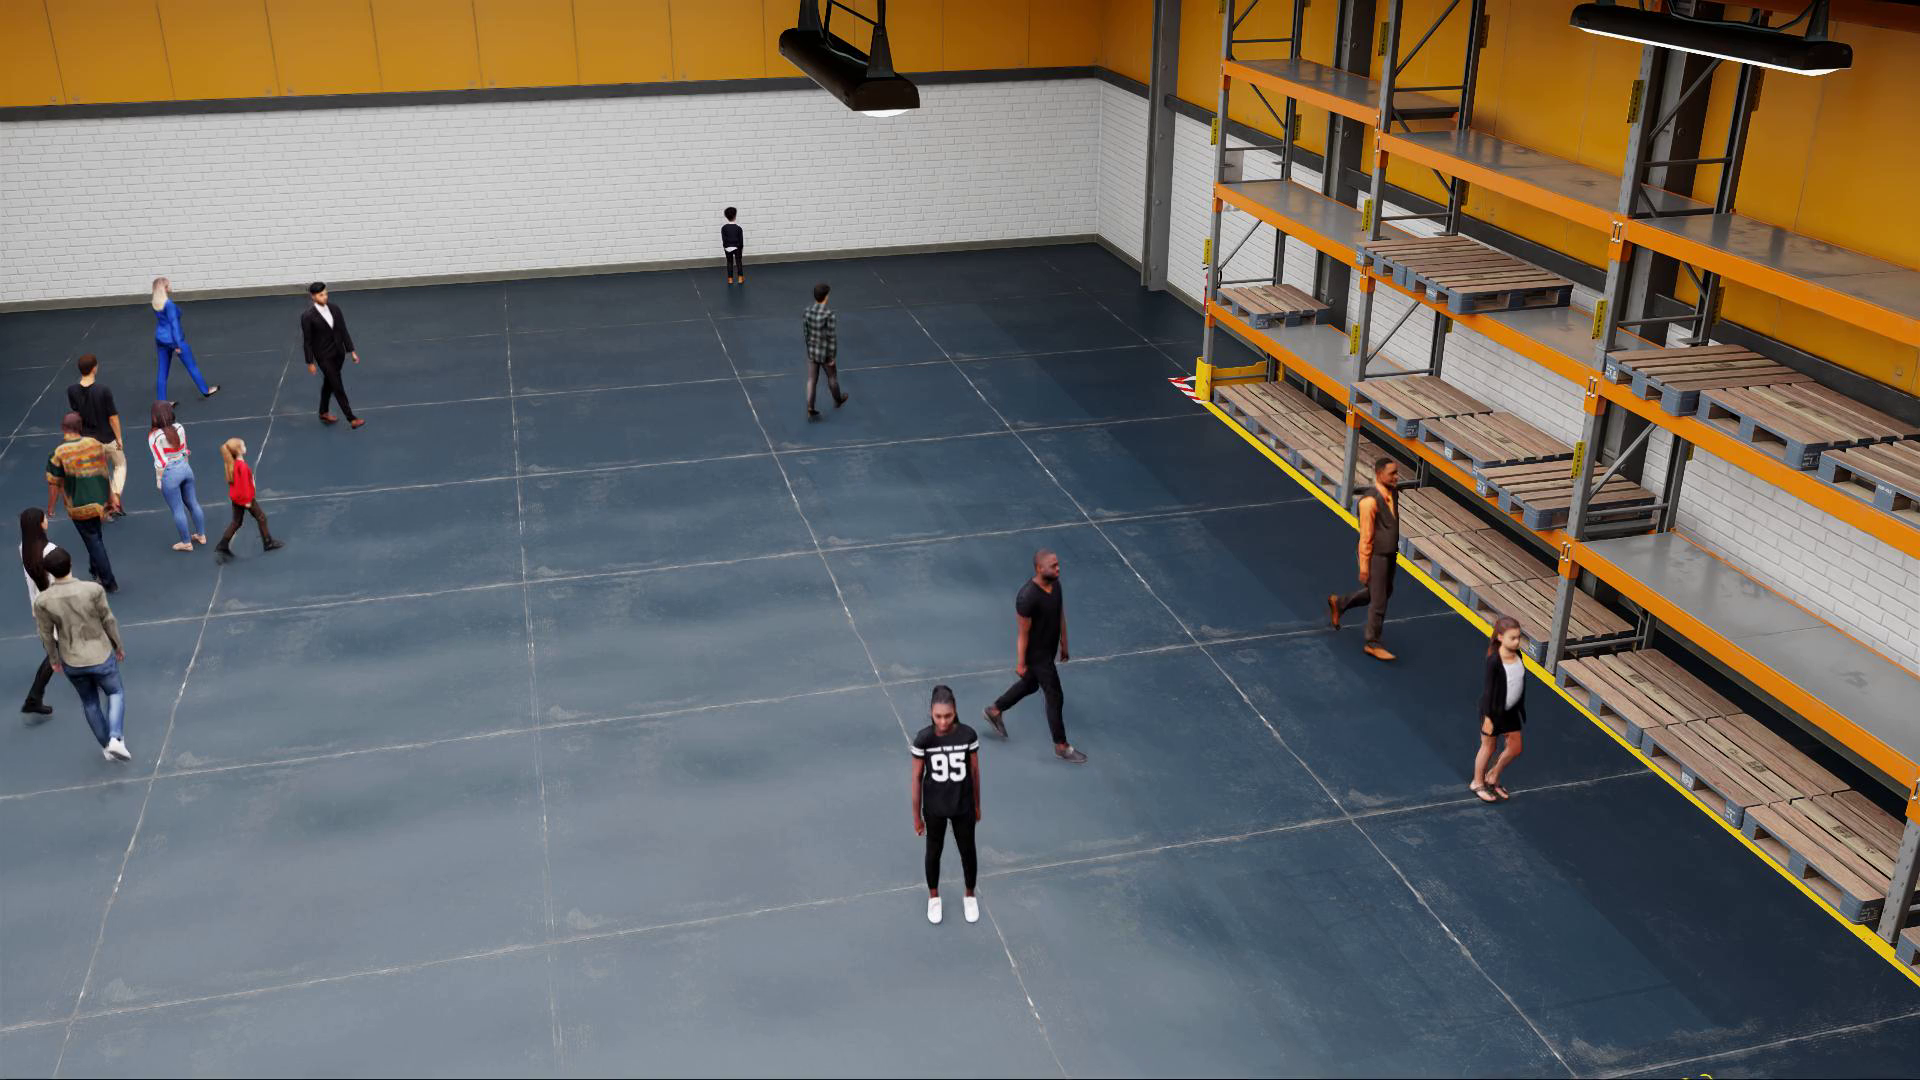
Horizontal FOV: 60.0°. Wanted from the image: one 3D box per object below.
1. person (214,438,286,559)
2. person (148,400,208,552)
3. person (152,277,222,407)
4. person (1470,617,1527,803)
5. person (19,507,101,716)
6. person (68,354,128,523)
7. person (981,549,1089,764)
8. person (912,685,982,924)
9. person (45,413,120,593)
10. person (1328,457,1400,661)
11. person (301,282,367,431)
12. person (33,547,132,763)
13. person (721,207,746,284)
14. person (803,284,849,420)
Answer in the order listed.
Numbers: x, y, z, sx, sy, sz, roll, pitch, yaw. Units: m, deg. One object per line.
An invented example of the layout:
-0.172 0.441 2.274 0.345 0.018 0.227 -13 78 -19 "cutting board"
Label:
-7.366 -0.408 16.944 0.904 1.268 0.865 19 30 37 "person"
-8.073 -0.675 17.122 0.716 1.613 0.638 11 26 23 "person"
-10.133 -2.472 21.167 1.066 1.667 1.109 14 27 28 "person"
4.084 1.268 12.766 0.610 1.544 0.648 -12 26 -25 "person"
-7.661 0.629 13.947 1.138 1.767 1.181 14 27 28 "person"
-9.169 -1.037 17.667 0.706 1.840 0.731 -4 24 -8 "person"
0.555 0.901 13.314 1.297 1.777 1.193 15 28 30 "person"
-0.100 1.789 11.346 0.655 1.726 0.628 -4 24 -8 "person"
-8.404 -0.324 16.112 1.050 1.779 0.984 13 27 27 "person"
3.655 0.138 14.914 0.999 1.893 1.160 -22 32 -40 "person"
-7.833 -2.276 20.510 1.250 1.833 1.192 13 27 27 "person"
-6.869 0.965 13.070 0.757 1.855 0.880 -8 25 -17 "person"
-3.686 -4.794 27.030 0.545 1.226 0.542 0 24 -1 "person"
-1.799 -2.337 20.784 1.077 1.691 1.147 10 26 22 "person"
